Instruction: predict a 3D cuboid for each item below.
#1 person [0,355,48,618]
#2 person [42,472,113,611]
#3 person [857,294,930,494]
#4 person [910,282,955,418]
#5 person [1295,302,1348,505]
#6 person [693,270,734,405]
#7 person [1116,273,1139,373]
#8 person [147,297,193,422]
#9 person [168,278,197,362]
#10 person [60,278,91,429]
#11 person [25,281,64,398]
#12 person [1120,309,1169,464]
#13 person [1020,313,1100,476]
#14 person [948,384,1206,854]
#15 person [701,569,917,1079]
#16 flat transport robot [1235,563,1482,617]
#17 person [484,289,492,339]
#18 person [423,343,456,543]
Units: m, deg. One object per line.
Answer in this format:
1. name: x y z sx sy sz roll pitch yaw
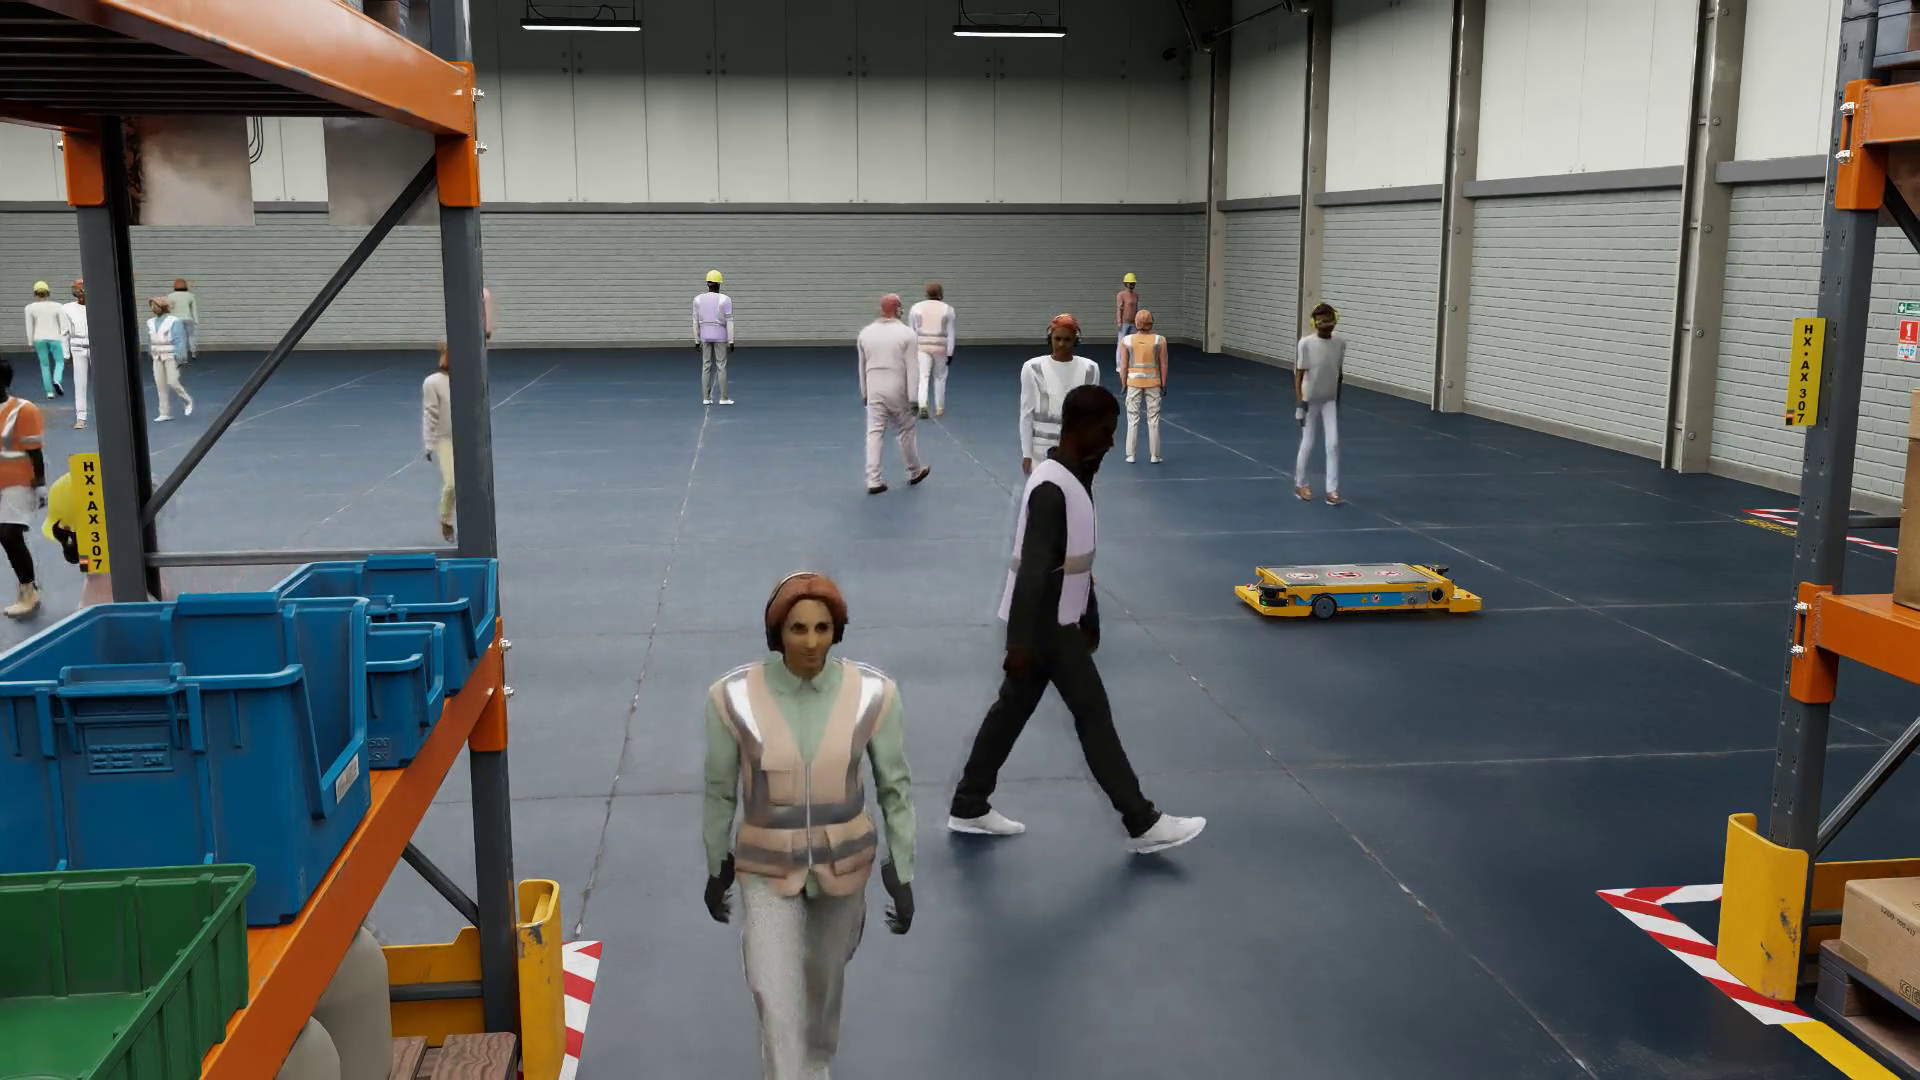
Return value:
1. person: -6.030 -0.329 10.453 0.551 1.676 0.495 3 11 18
2. person: -2.521 0.606 5.203 0.519 1.733 0.617 -7 12 -32
3. person: -0.622 -1.401 15.834 0.673 1.855 0.960 4 11 23
4. person: -0.377 -2.528 22.178 0.624 1.813 0.891 1 10 4
5. person: 3.246 -1.214 14.928 0.543 1.818 0.869 -2 11 -11
6. person: -3.514 -2.888 23.817 0.594 1.925 0.376 2 11 12
7. person: 2.994 -3.838 29.479 0.542 1.769 0.329 -9 14 -41
8. person: -10.377 -2.367 21.760 0.537 1.625 0.467 3 11 18
9. person: -14.926 -4.213 31.931 0.501 1.620 0.356 -9 14 -40
10. person: -10.961 -2.336 20.910 0.585 1.882 0.337 -4 11 -23
11. person: -13.601 -2.981 24.785 0.553 1.751 0.397 -4 11 -23
12. person: 1.952 -1.619 17.648 0.513 1.640 0.307 2 10 9
13. person: 0.692 -0.613 11.484 0.576 1.877 0.362 -3 11 -14
14. person: 0.436 0.317 6.487 1.073 1.838 0.628 1 10 8
15. person: -0.386 0.849 4.260 0.529 1.585 0.897 -2 11 -12
16. flat transport robot: 2.570 0.315 10.798 1.431 0.197 0.652 -1 10 -7
17. person: -8.077 -3.551 27.605 0.630 1.878 0.910 1 10 7
18. person: -3.883 -0.746 12.894 0.528 1.619 0.344 -9 14 -42
